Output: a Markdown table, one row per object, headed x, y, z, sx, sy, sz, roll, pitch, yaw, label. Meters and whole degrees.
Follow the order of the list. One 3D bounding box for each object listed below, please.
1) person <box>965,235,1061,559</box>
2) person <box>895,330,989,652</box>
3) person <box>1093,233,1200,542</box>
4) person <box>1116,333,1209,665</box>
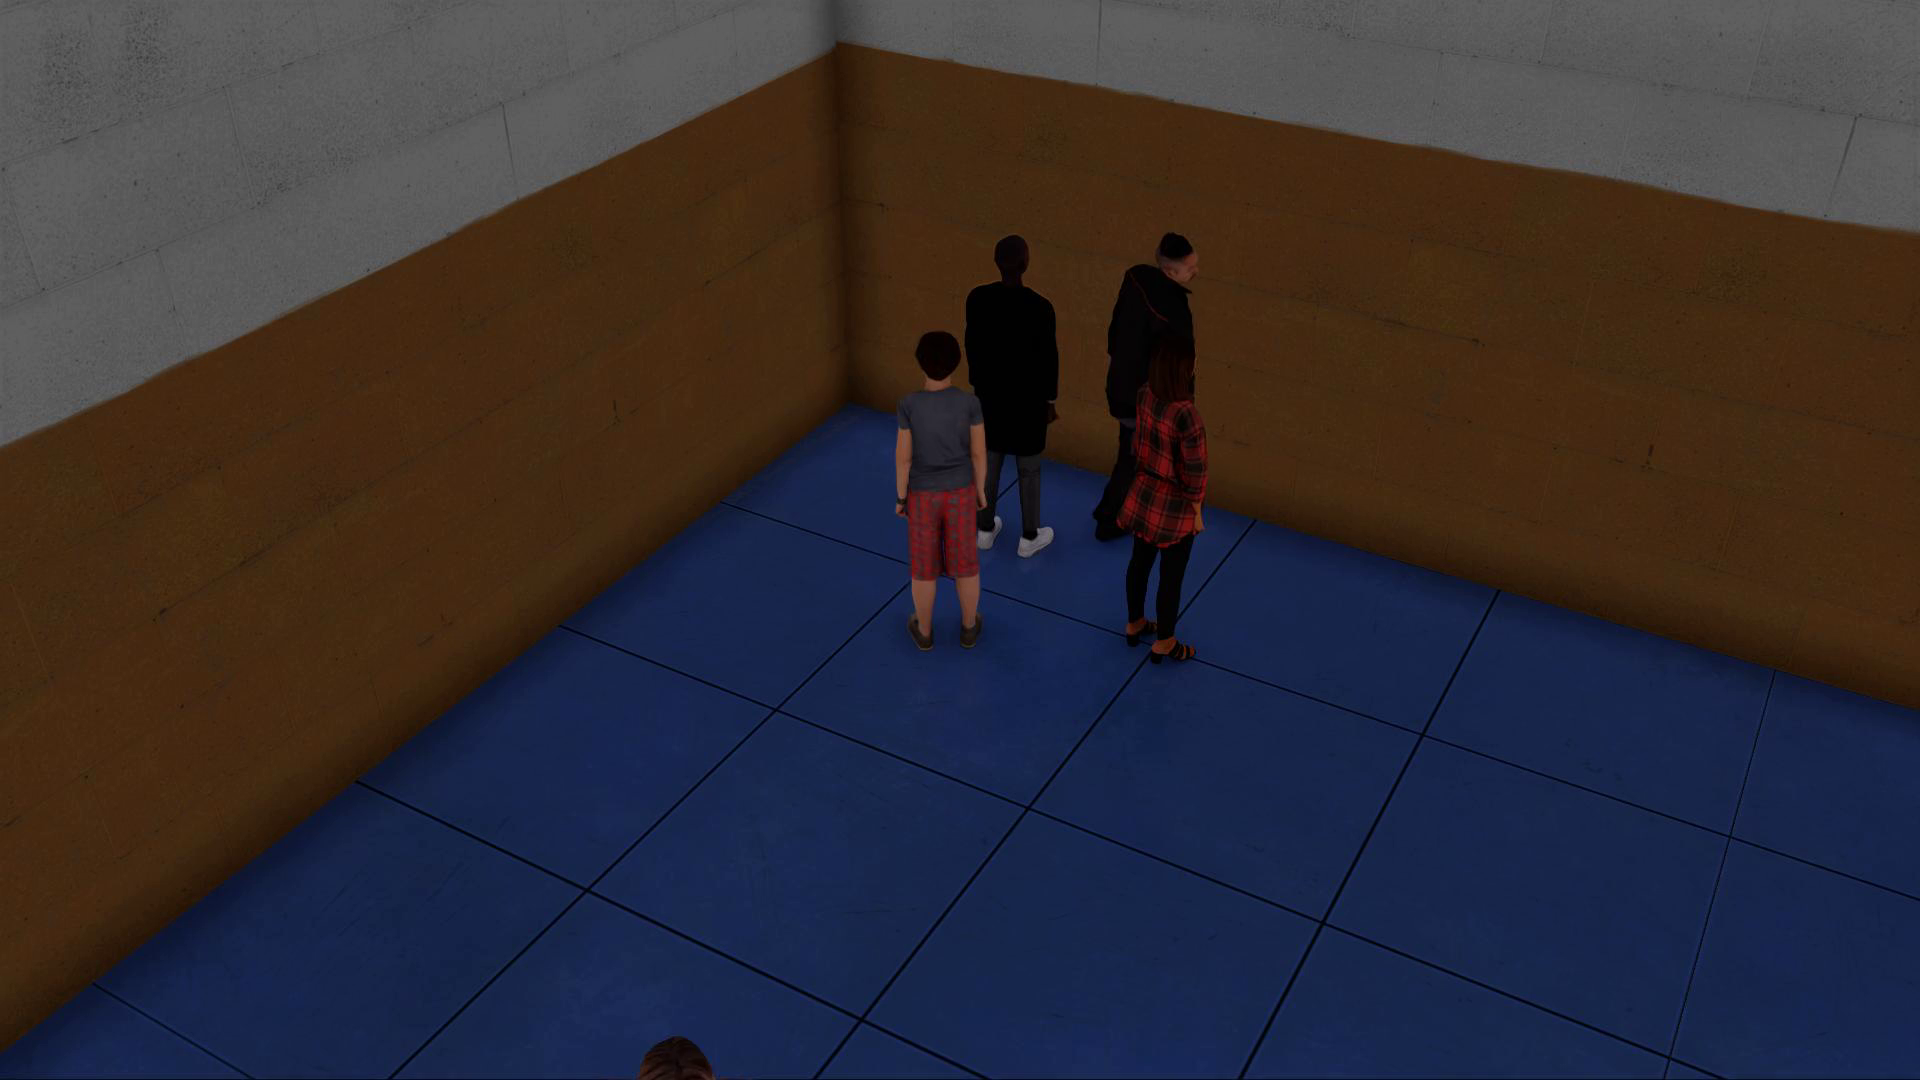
| x | y | z | sx | sy | sz | roll | pitch | yaw | label |
| --- | --- | --- | --- | --- | --- | --- | --- | --- | --- |
| 0.253 | -0.718 | 8.445 | 0.664 | 1.761 | 0.583 | 14 | 36 | 20 | person |
| -0.083 | -0.201 | 7.757 | 0.681 | 1.650 | 0.702 | -2 | 34 | -2 | person |
| 0.890 | -0.793 | 8.492 | 1.044 | 1.811 | 0.971 | -14 | 36 | -19 | person |
| 0.948 | -0.185 | 7.695 | 0.698 | 1.704 | 0.694 | -20 | 38 | -27 | person |
